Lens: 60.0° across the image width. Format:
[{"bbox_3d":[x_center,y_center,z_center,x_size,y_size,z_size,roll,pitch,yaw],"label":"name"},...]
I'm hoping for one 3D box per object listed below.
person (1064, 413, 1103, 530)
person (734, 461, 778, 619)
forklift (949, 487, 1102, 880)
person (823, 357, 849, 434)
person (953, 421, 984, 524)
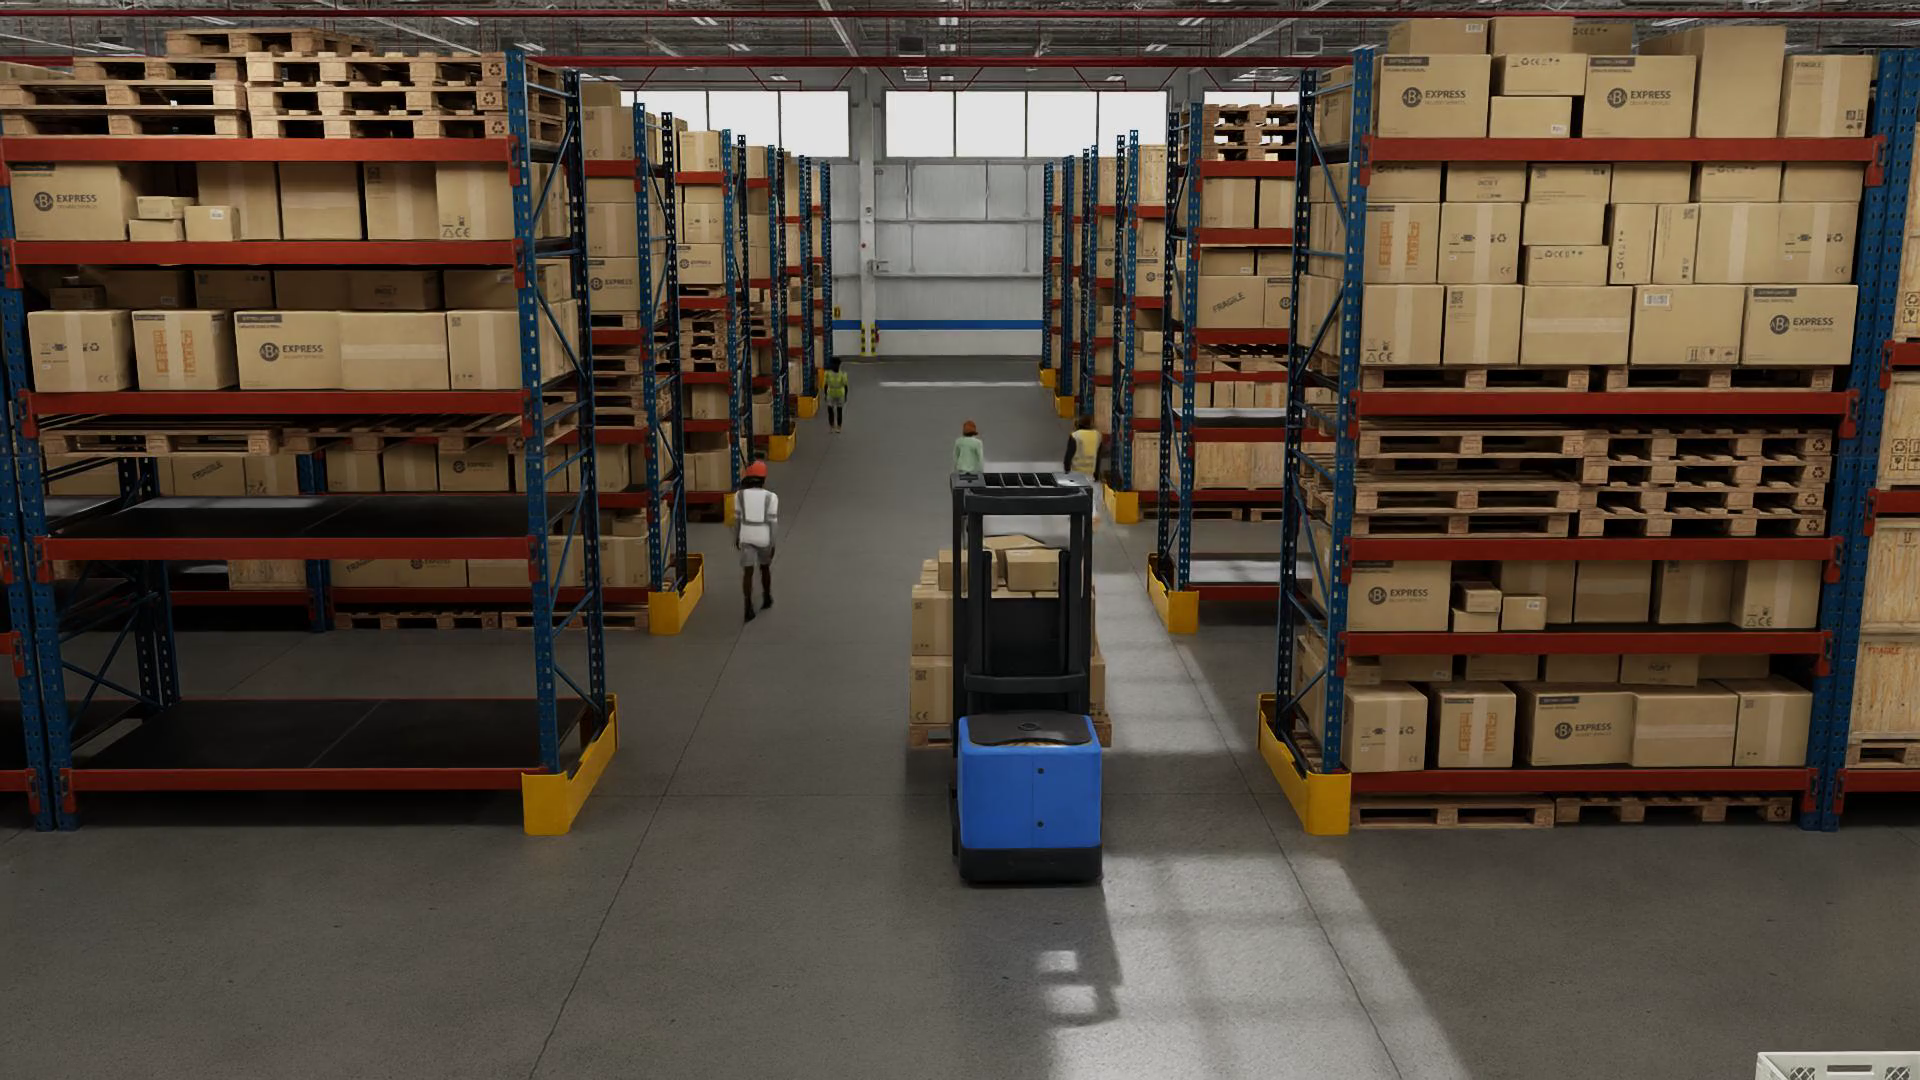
[{"bbox_3d":[1.936,-1.045,25.592,0.652,1.805,0.845,-8,14,-35],"label":"person"},{"bbox_3d":[-2.482,-0.010,20.211,0.554,1.903,0.962,0,11,1],"label":"person"},{"bbox_3d":[0.495,0.986,12.813,1.129,2.768,1.873,0,11,-2],"label":"forklift"},{"bbox_3d":[-2.704,-3.126,36.175,0.557,1.668,0.709,0,11,0],"label":"person"},{"bbox_3d":[0.111,-1.063,26.181,0.565,1.597,0.624,6,13,29],"label":"person"}]
